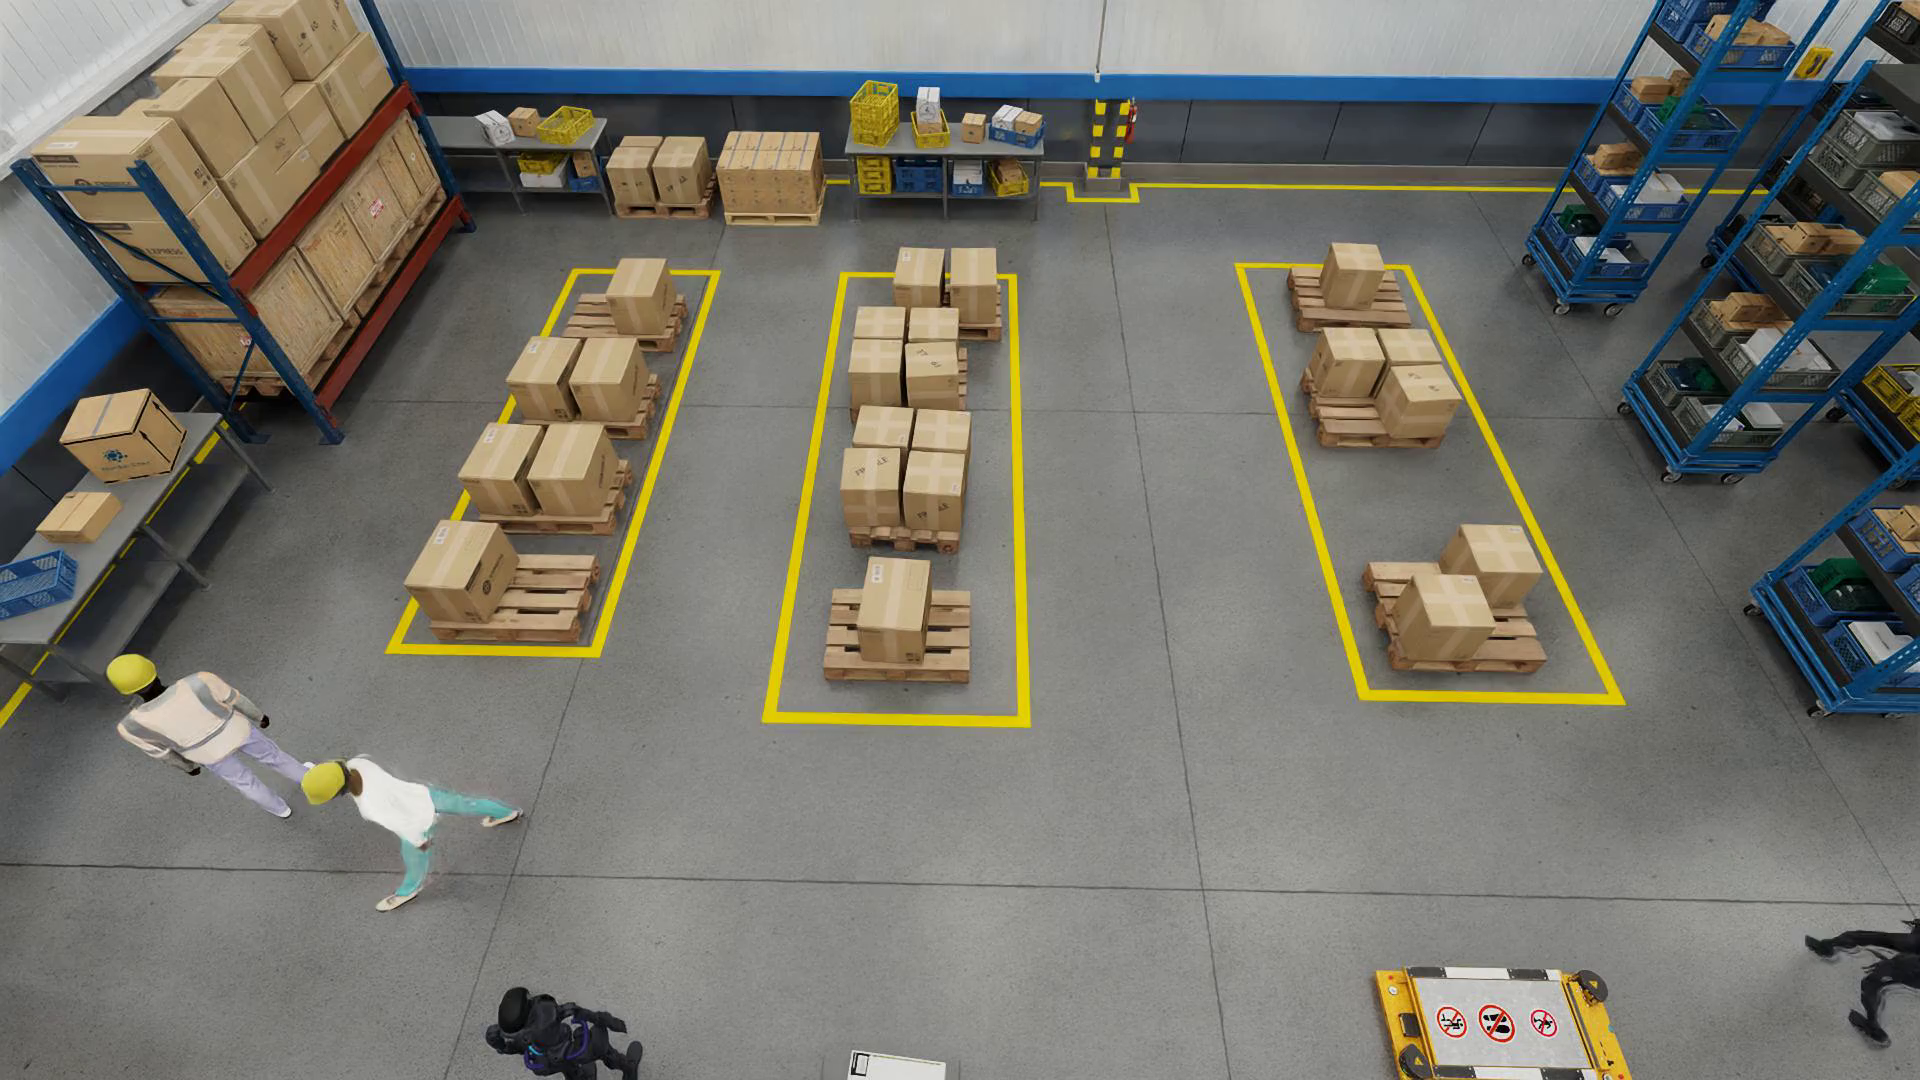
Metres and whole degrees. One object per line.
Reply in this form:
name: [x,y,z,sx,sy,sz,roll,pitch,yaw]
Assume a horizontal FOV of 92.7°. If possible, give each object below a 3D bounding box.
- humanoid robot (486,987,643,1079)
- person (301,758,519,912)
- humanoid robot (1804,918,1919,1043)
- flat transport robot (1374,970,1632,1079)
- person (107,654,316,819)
humanoid robot: [-2.259,2.857,5.238,0.601,1.657,0.328,-13,52,-10]
person: [-3.695,1.829,6.090,1.046,1.660,0.535,-28,56,-21]
humanoid robot: [5.907,2.515,5.569,0.601,1.638,0.666,-31,57,-23]
flat transport robot: [3.501,3.133,5.914,1.431,0.197,0.652,1,51,1]
person: [-5.109,1.363,6.305,0.364,1.927,0.586,31,57,23]
